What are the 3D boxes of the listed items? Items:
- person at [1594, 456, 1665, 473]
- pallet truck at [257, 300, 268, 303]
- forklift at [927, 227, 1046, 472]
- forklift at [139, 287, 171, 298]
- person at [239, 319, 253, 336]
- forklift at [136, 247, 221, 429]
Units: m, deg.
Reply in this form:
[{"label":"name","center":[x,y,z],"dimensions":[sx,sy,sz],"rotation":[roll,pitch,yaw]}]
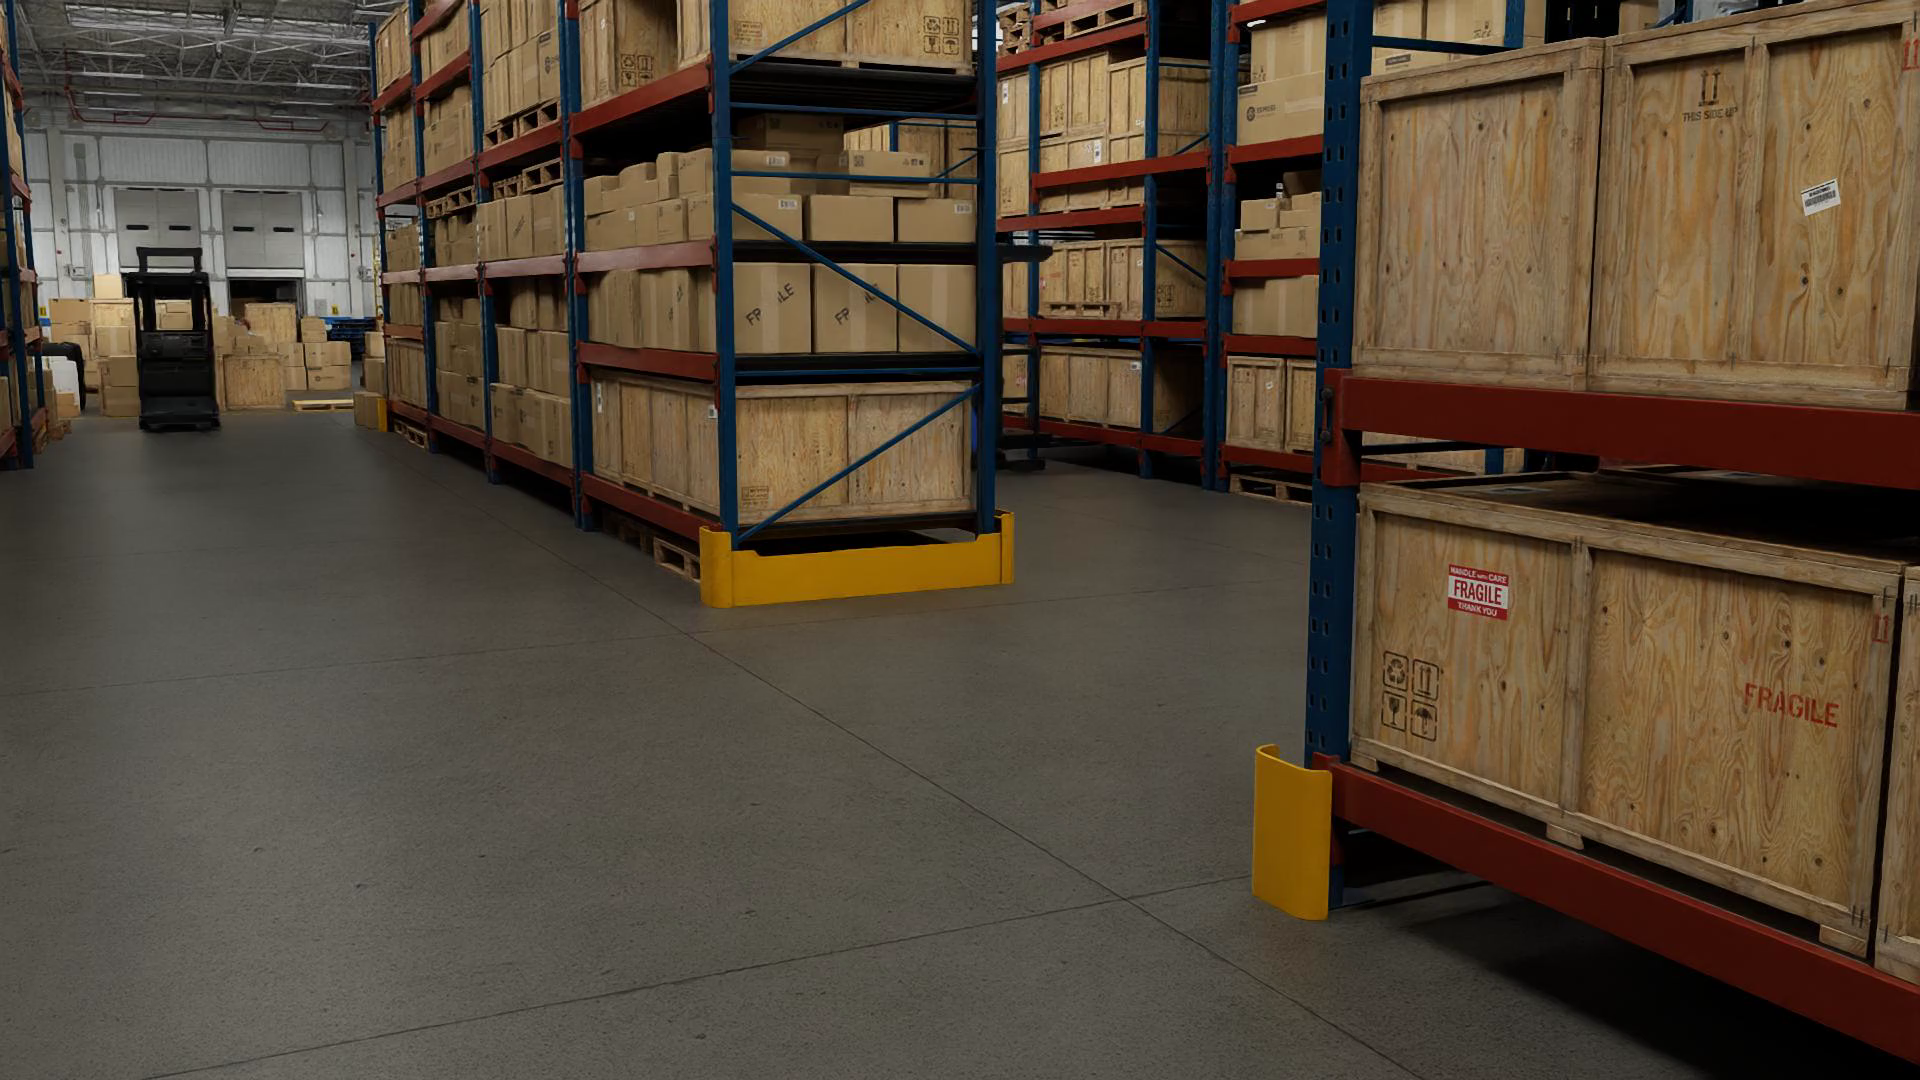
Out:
[{"label":"person","center":[2.861,0.076,7.081],"dimensions":[0.871,1.861,0.701],"rotation":[-2,8,-11]},{"label":"pallet truck","center":[-23.913,-7.404,58.171],"dimensions":[1.885,1.965,0.823],"rotation":[-1,8,-9]},{"label":"forklift","center":[-0.094,-2.180,19.122],"dimensions":[1.873,2.768,1.129],"rotation":[-4,9,-26]},{"label":"forklift","center":[-24.694,-6.828,51.173],"dimensions":[1.129,2.768,1.873],"rotation":[0,8,2]},{"label":"person","center":[-14.713,-3.781,34.487],"dimensions":[0.644,1.622,0.520],"rotation":[-6,10,-37]},{"label":"forklift","center":[-12.311,-3.191,26.095],"dimensions":[1.129,2.768,1.873],"rotation":[-4,9,-23]}]
